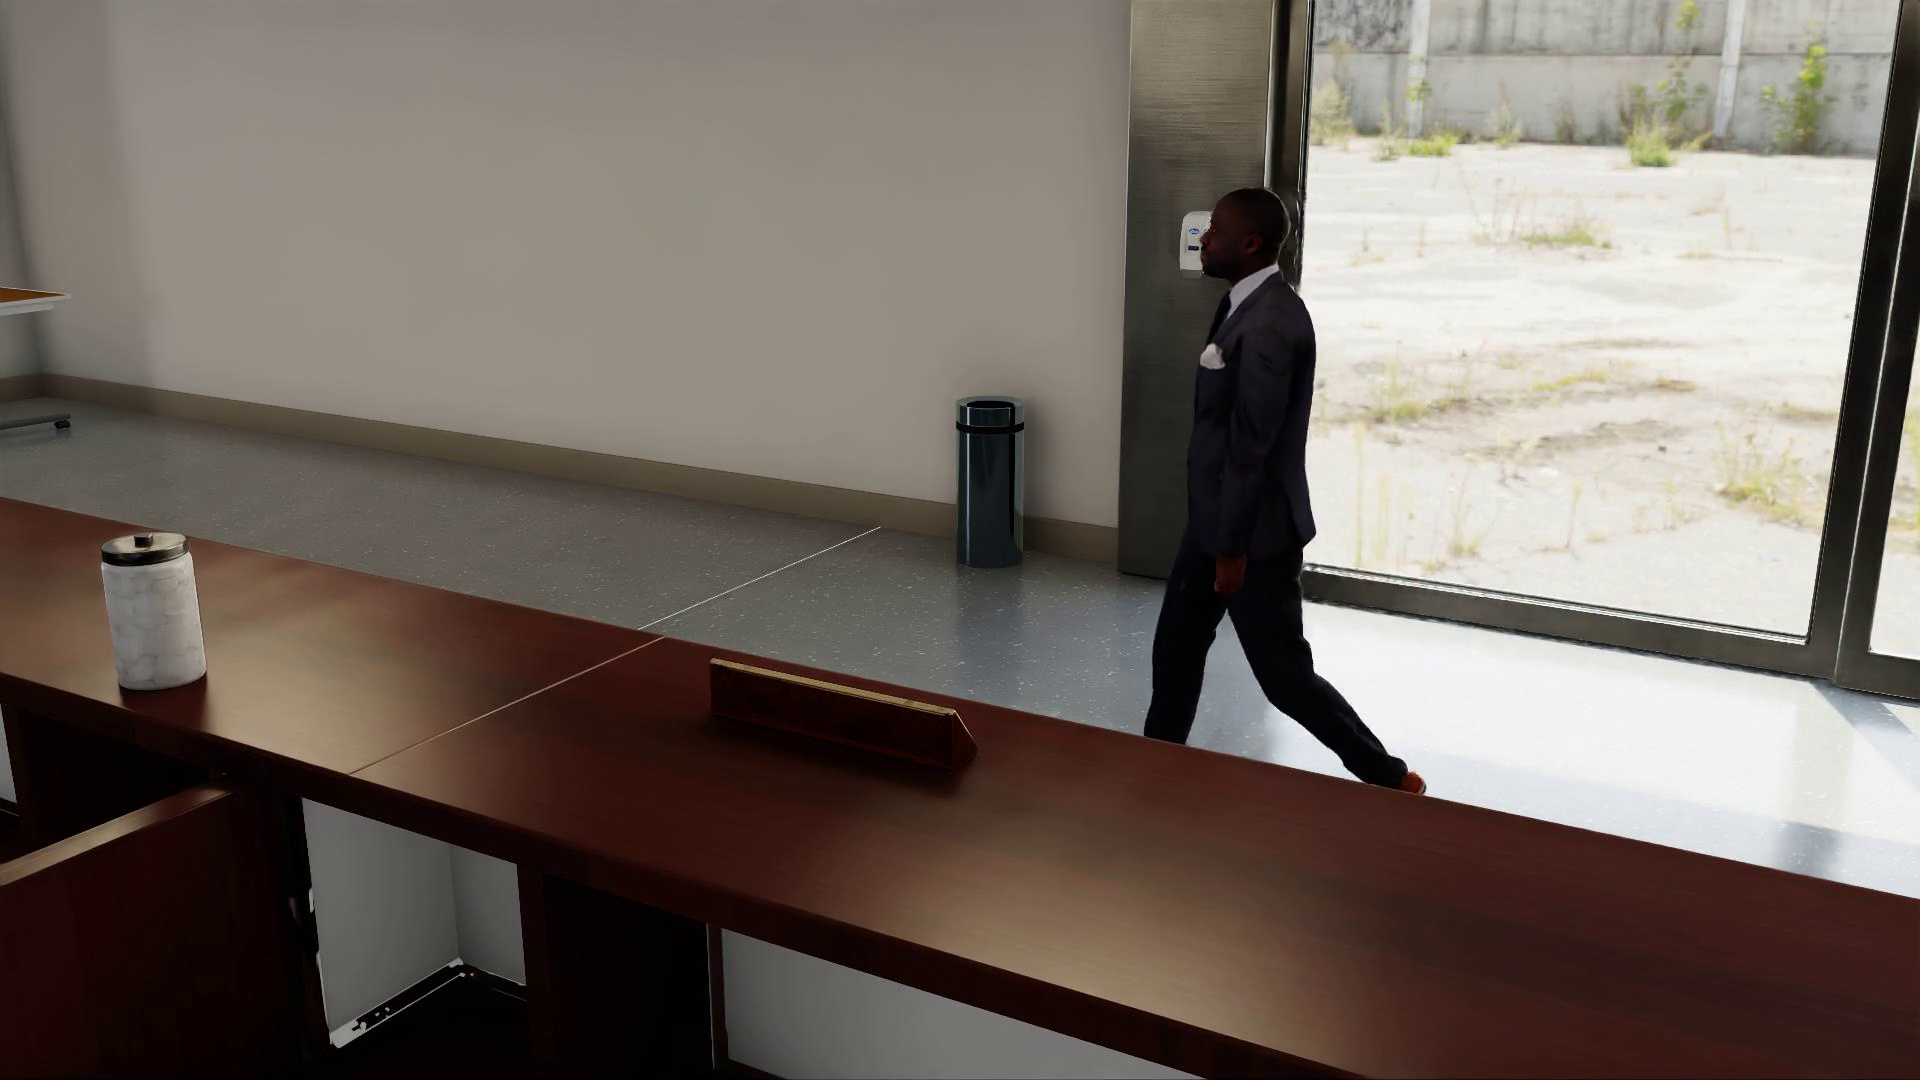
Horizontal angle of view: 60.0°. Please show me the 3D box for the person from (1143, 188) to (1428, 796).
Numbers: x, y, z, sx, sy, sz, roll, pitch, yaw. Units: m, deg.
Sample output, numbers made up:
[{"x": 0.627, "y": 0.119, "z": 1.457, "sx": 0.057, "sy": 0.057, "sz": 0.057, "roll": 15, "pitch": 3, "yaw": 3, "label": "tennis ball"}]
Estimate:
[{"x": 0.858, "y": -0.010, "z": 4.468, "sx": 1.078, "sy": 1.798, "sz": 1.242, "roll": 2, "pitch": 16, "yaw": 6, "label": "person"}]
